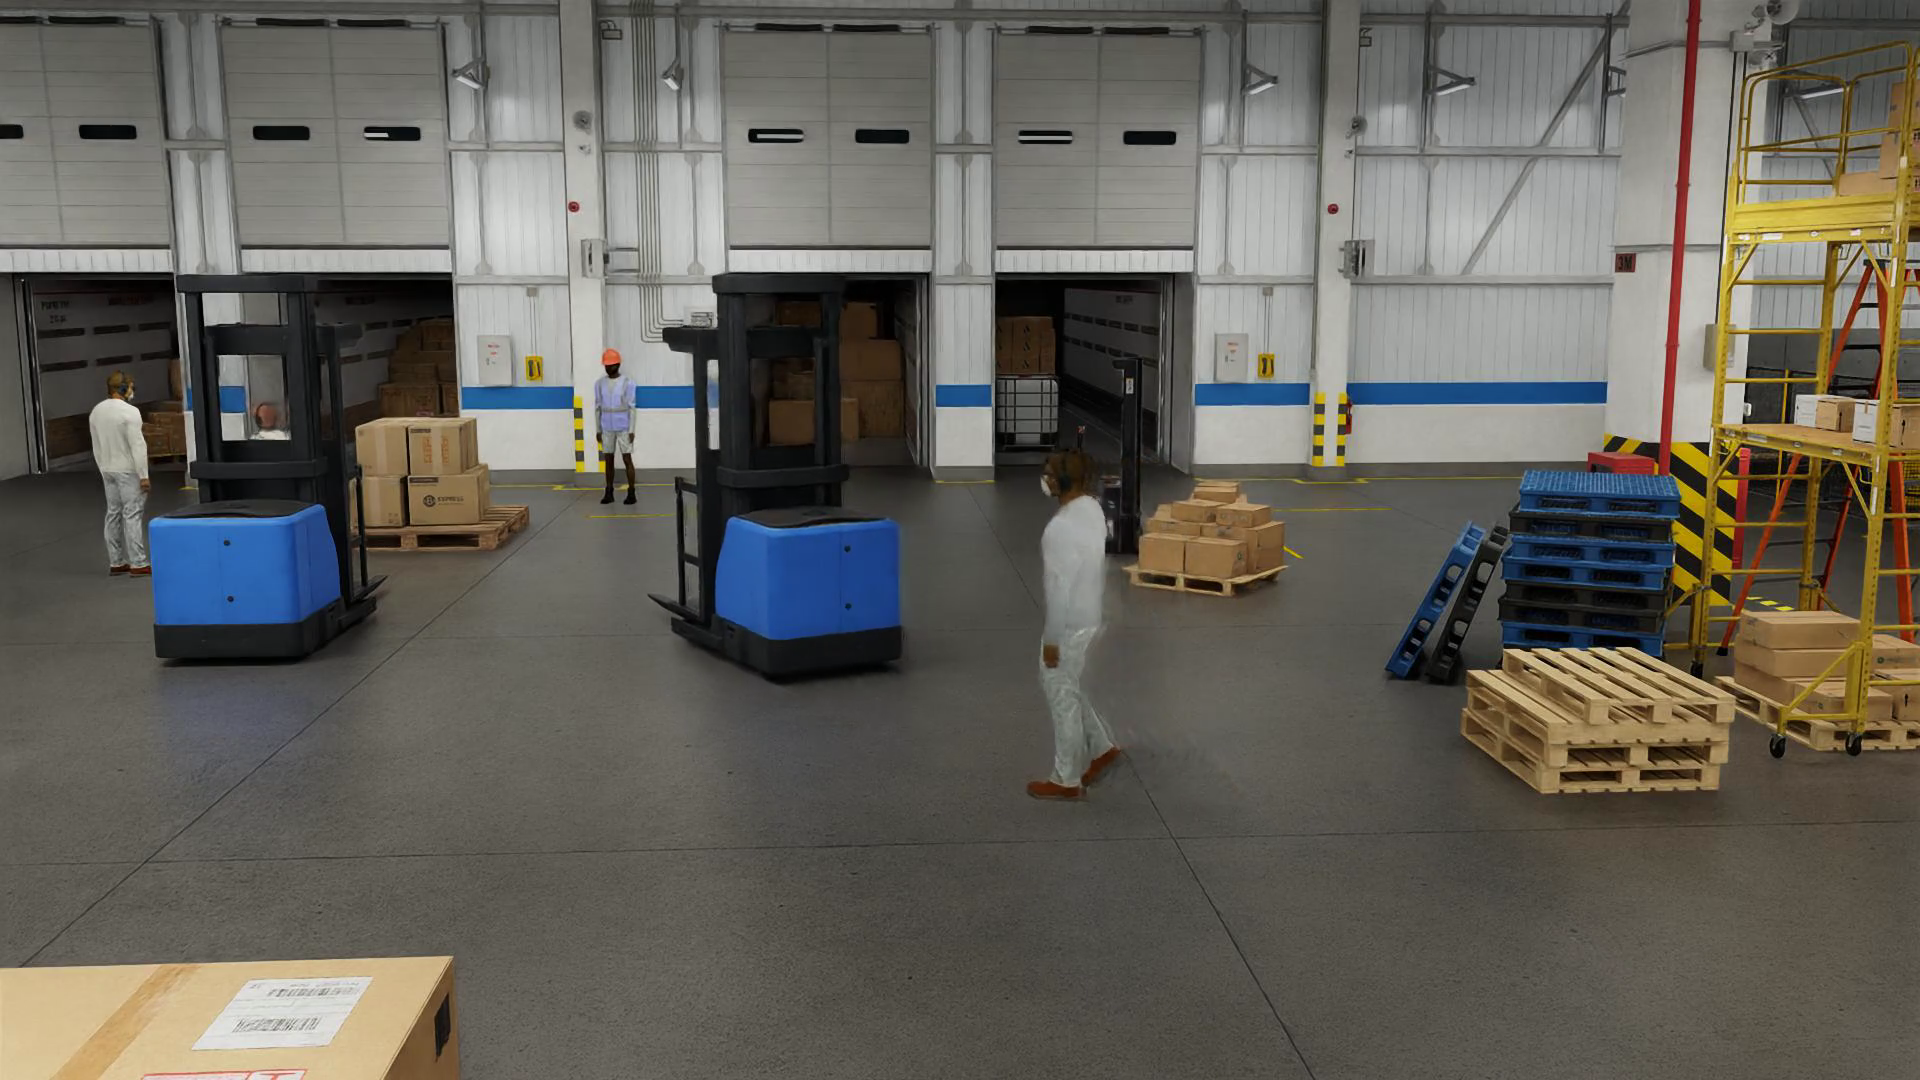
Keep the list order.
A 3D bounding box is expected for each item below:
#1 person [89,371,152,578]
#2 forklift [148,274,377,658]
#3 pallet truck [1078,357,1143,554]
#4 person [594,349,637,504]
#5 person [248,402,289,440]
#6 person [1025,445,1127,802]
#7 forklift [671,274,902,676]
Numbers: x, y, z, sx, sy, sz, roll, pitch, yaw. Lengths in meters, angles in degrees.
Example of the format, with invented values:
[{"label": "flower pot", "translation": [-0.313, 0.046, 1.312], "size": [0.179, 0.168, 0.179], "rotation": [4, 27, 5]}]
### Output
[{"label": "person", "translation": [-7.810, -0.609, 15.536], "size": [0.627, 1.934, 0.372], "rotation": [4, 10, 25]}, {"label": "forklift", "translation": [-5.348, -0.627, 12.681], "size": [1.129, 2.768, 1.873], "rotation": [-1, 9, -4]}, {"label": "pallet truck", "translation": [2.088, -0.836, 16.757], "size": [1.885, 1.965, 0.823], "rotation": [2, 9, 13]}, {"label": "person", "translation": [-4.245, -1.387, 20.457], "size": [0.542, 1.929, 0.395], "rotation": [2, 9, 12]}, {"label": "person", "translation": [-6.570, -0.521, 15.999], "size": [0.770, 1.612, 0.527], "rotation": [3, 10, 19]}, {"label": "person", "translation": [0.572, 0.457, 8.849], "size": [0.443, 1.929, 0.649], "rotation": [3, 10, 20]}, {"label": "forklift", "translation": [-1.303, -0.561, 12.268], "size": [1.129, 2.768, 1.873], "rotation": [-5, 10, -30]}]
